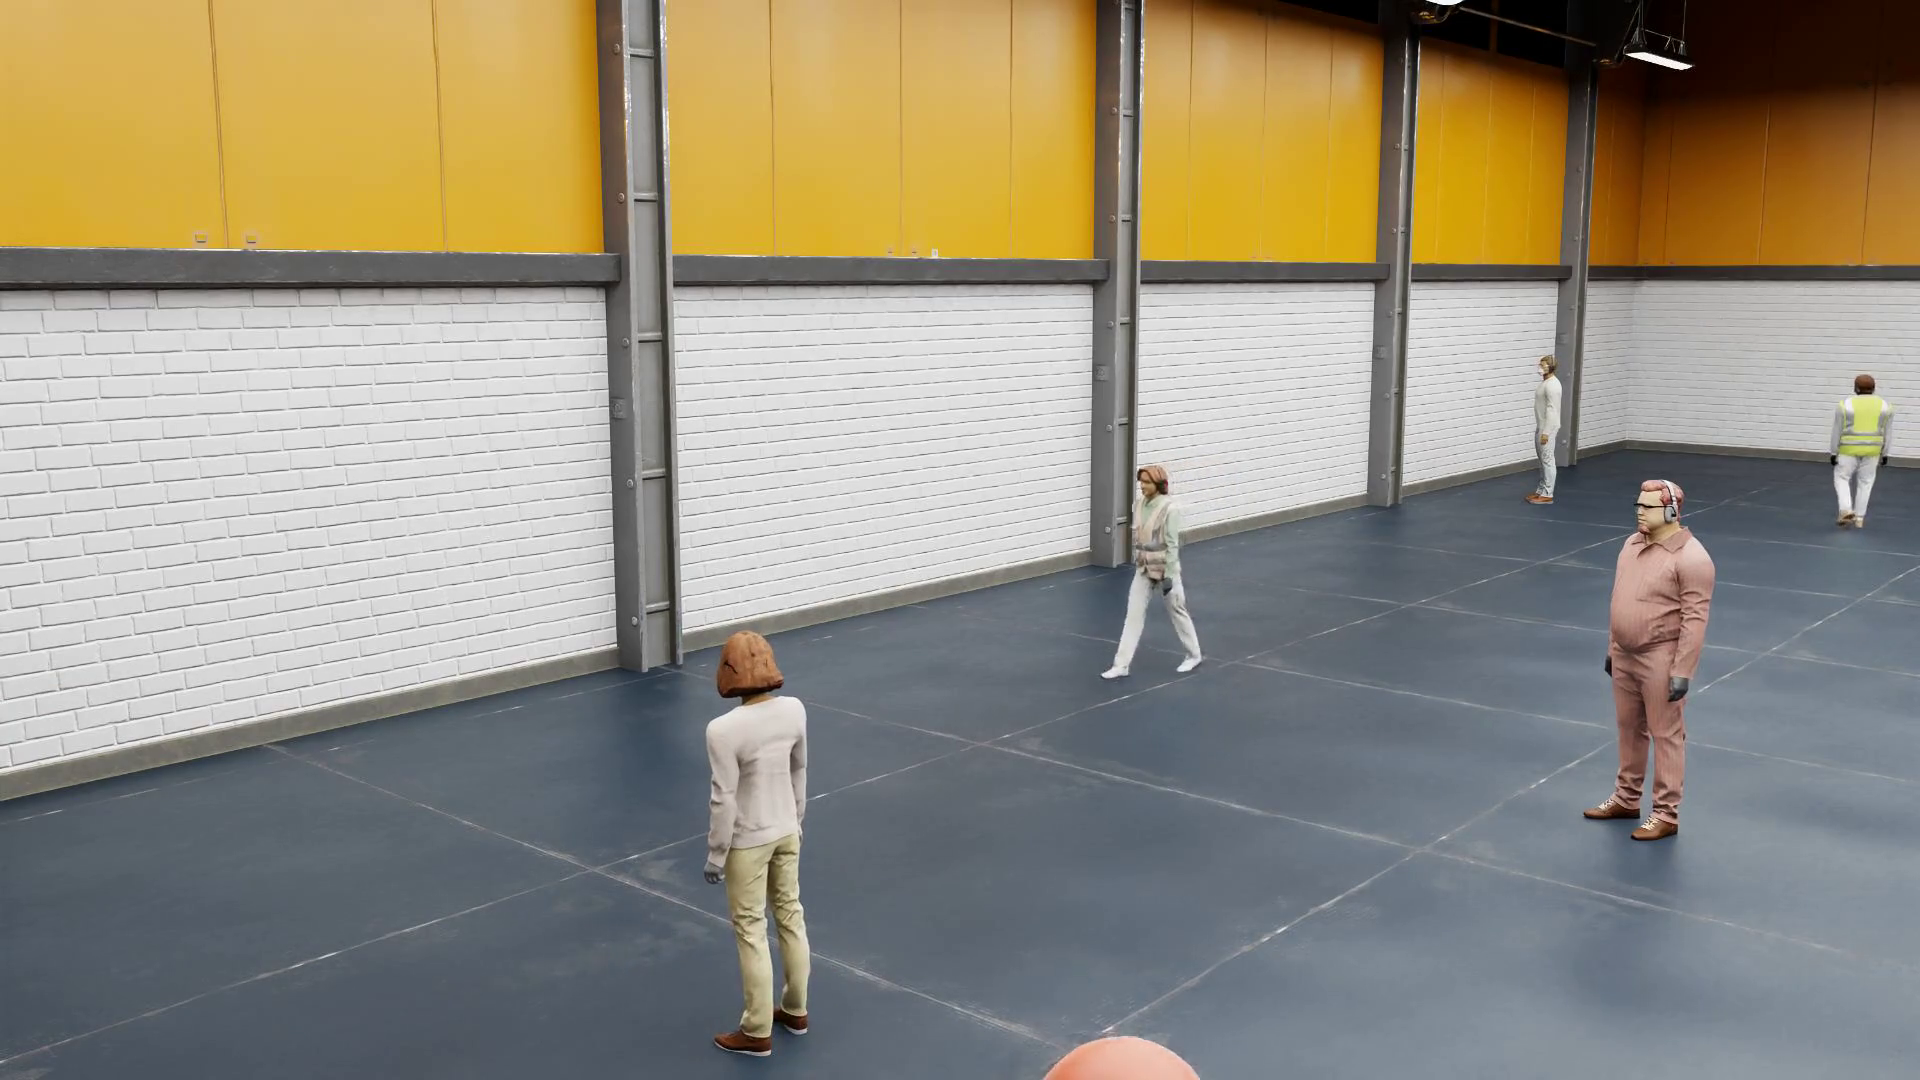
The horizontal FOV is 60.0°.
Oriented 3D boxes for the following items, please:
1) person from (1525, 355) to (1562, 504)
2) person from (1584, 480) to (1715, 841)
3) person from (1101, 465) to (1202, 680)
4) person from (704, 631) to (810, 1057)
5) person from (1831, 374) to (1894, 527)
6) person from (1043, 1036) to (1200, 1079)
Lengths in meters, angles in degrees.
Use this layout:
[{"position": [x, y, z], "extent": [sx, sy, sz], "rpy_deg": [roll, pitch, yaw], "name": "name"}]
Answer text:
[{"position": [7.633, -1.437, 21.699], "extent": [0.372, 1.940, 0.630], "rpy_deg": [2, 9, 12], "name": "person"}, {"position": [3.658, 0.627, 8.844], "extent": [0.410, 1.909, 0.643], "rpy_deg": [-3, 9, -17], "name": "person"}, {"position": [1.478, 0.230, 12.325], "extent": [0.871, 1.591, 0.532], "rpy_deg": [-6, 11, -35], "name": "person"}, {"position": [-0.782, 1.155, 6.382], "extent": [0.285, 1.631, 0.502], "rpy_deg": [7, 11, 38], "name": "person"}, {"position": [10.563, -1.037, 19.526], "extent": [0.649, 1.832, 0.572], "rpy_deg": [3, 9, 16], "name": "person"}, {"position": [0.130, 1.625, 2.382], "extent": [0.833, 1.974, 0.624], "rpy_deg": [8, 12, 40], "name": "person"}]
